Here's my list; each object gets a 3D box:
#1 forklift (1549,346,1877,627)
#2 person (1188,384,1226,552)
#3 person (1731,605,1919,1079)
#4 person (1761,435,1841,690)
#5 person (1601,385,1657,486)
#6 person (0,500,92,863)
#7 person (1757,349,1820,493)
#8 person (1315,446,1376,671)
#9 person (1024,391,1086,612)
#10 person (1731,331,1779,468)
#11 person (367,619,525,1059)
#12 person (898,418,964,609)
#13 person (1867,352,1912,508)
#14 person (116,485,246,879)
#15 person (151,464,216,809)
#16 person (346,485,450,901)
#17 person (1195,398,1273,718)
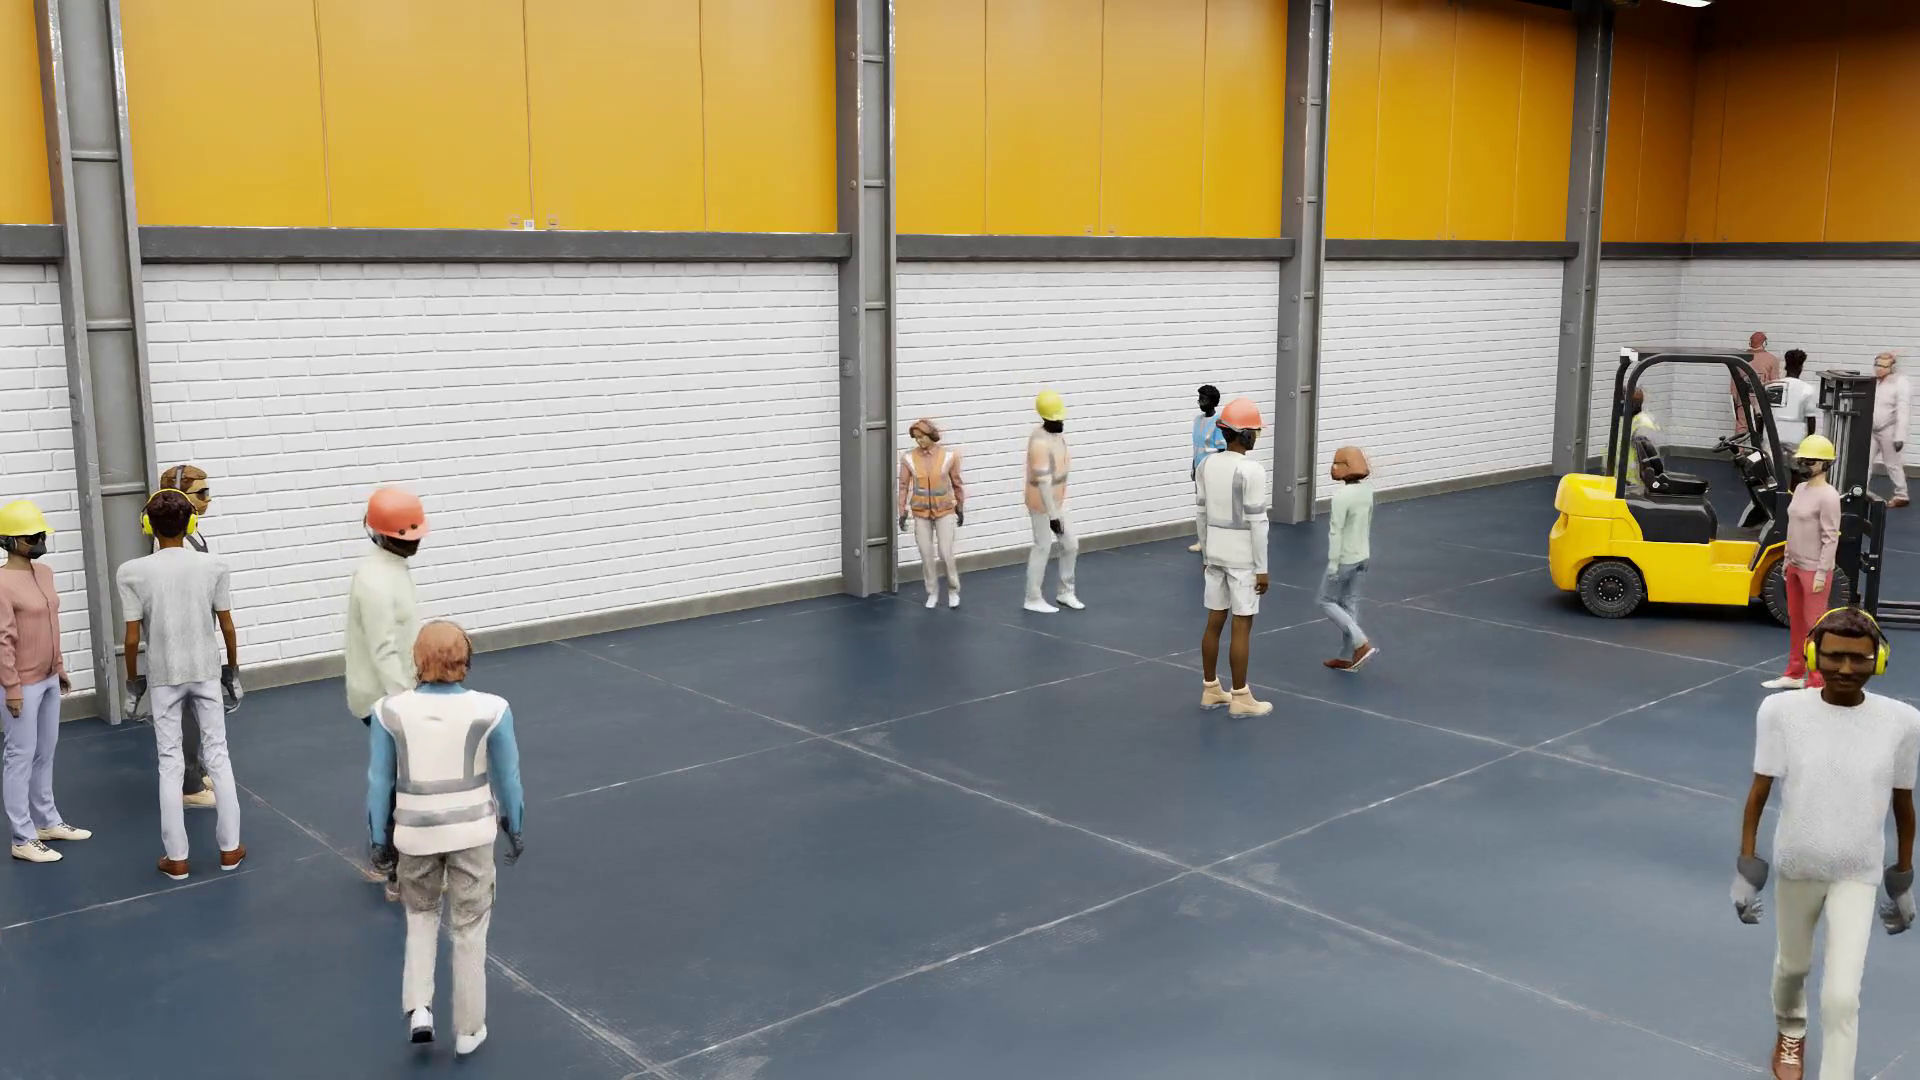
[{"bbox_3d":[6.109,-0.478,13.691,2.313,2.155,1.214,3,10,16],"label":"forklift"},{"bbox_3d":[2.462,-0.689,16.403,0.320,1.693,0.537,-4,11,-24],"label":"person"},{"bbox_3d":[2.910,1.093,5.589,0.546,1.830,0.968,5,11,28],"label":"person"},{"bbox_3d":[5.625,0.183,11.069,0.316,1.769,0.533,0,10,0],"label":"person"},{"bbox_3d":[6.077,-0.493,14.922,0.784,1.814,0.650,1,10,5],"label":"person"},{"bbox_3d":[-4.537,0.682,8.151,0.310,1.769,0.525,-1,10,-3],"label":"person"},{"bbox_3d":[9.053,-1.123,18.217,0.633,1.928,0.889,6,12,33],"label":"person"},{"bbox_3d":[2.736,0.147,11.711,0.394,1.617,0.517,9,13,41],"label":"person"},{"bbox_3d":[0.759,-0.294,13.582,0.583,1.869,0.685,6,11,32],"label":"person"},{"bbox_3d":[11.000,-1.926,23.012,0.643,1.908,0.411,9,13,43],"label":"person"},{"bbox_3d":[-1.880,1.099,6.117,0.537,1.623,0.364,-1,10,-5],"label":"person"},{"bbox_3d":[-0.241,-0.214,13.824,0.534,1.610,0.458,1,10,8],"label":"person"},{"bbox_3d":[10.688,-1.248,19.245,0.979,1.850,0.653,-4,10,-22],"label":"person"},{"bbox_3d":[-3.689,0.674,7.893,0.517,1.873,0.328,-6,11,-30],"label":"person"},{"bbox_3d":[-4.130,0.512,8.914,0.325,1.843,0.517,-4,10,-21],"label":"person"},{"bbox_3d":[-2.549,0.702,7.532,0.427,1.947,0.625,-2,10,-13],"label":"person"},{"bbox_3d":[1.767,0.115,10.662,0.375,2.044,0.605,-6,11,-32],"label":"person"}]
